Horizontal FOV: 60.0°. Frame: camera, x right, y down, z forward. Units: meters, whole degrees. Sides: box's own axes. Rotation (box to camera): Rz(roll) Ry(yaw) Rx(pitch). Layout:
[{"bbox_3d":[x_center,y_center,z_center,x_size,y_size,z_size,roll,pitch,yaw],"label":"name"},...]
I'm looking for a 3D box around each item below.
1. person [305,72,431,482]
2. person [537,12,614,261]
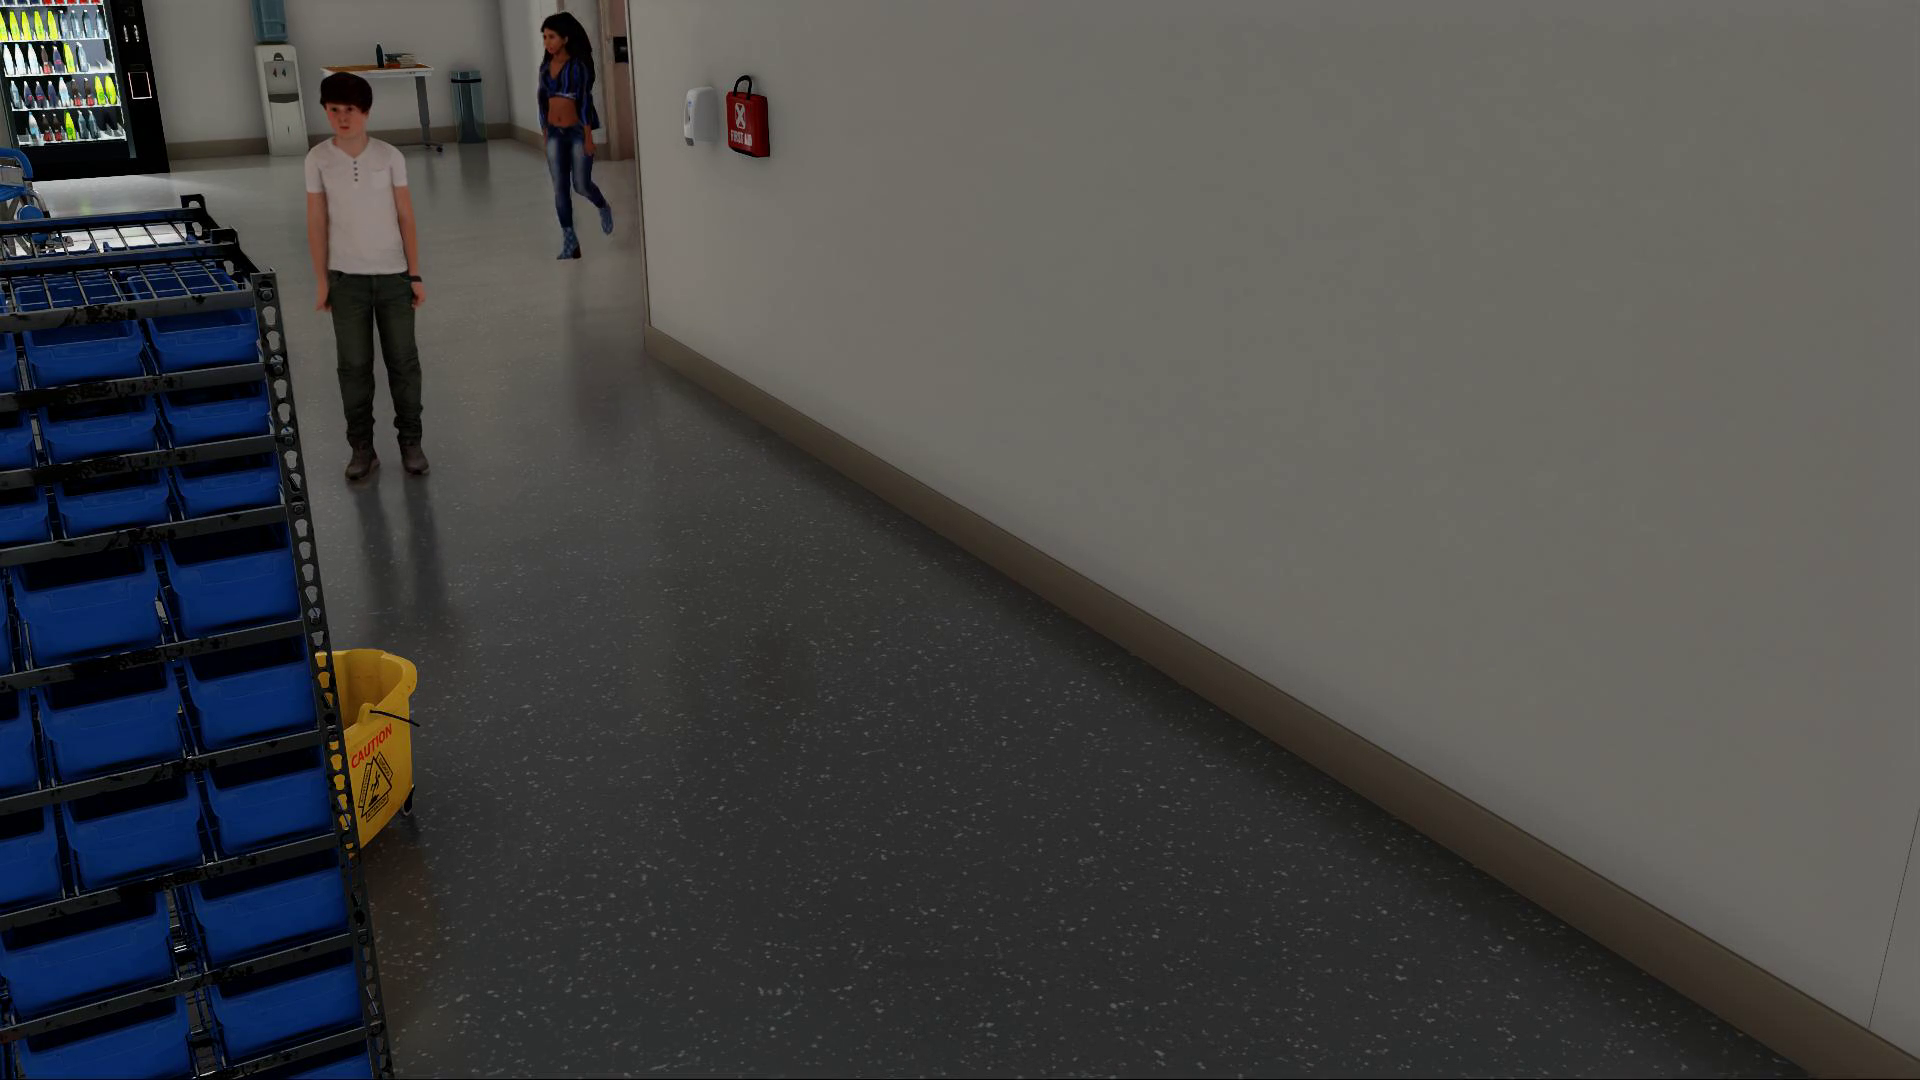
[{"bbox_3d":[-2.422,-1.074,6.831,0.537,1.653,0.688,-6,22,-16],"label":"person"},{"bbox_3d":[-2.587,-2.703,11.198,0.885,1.606,0.968,8,22,20],"label":"person"}]
